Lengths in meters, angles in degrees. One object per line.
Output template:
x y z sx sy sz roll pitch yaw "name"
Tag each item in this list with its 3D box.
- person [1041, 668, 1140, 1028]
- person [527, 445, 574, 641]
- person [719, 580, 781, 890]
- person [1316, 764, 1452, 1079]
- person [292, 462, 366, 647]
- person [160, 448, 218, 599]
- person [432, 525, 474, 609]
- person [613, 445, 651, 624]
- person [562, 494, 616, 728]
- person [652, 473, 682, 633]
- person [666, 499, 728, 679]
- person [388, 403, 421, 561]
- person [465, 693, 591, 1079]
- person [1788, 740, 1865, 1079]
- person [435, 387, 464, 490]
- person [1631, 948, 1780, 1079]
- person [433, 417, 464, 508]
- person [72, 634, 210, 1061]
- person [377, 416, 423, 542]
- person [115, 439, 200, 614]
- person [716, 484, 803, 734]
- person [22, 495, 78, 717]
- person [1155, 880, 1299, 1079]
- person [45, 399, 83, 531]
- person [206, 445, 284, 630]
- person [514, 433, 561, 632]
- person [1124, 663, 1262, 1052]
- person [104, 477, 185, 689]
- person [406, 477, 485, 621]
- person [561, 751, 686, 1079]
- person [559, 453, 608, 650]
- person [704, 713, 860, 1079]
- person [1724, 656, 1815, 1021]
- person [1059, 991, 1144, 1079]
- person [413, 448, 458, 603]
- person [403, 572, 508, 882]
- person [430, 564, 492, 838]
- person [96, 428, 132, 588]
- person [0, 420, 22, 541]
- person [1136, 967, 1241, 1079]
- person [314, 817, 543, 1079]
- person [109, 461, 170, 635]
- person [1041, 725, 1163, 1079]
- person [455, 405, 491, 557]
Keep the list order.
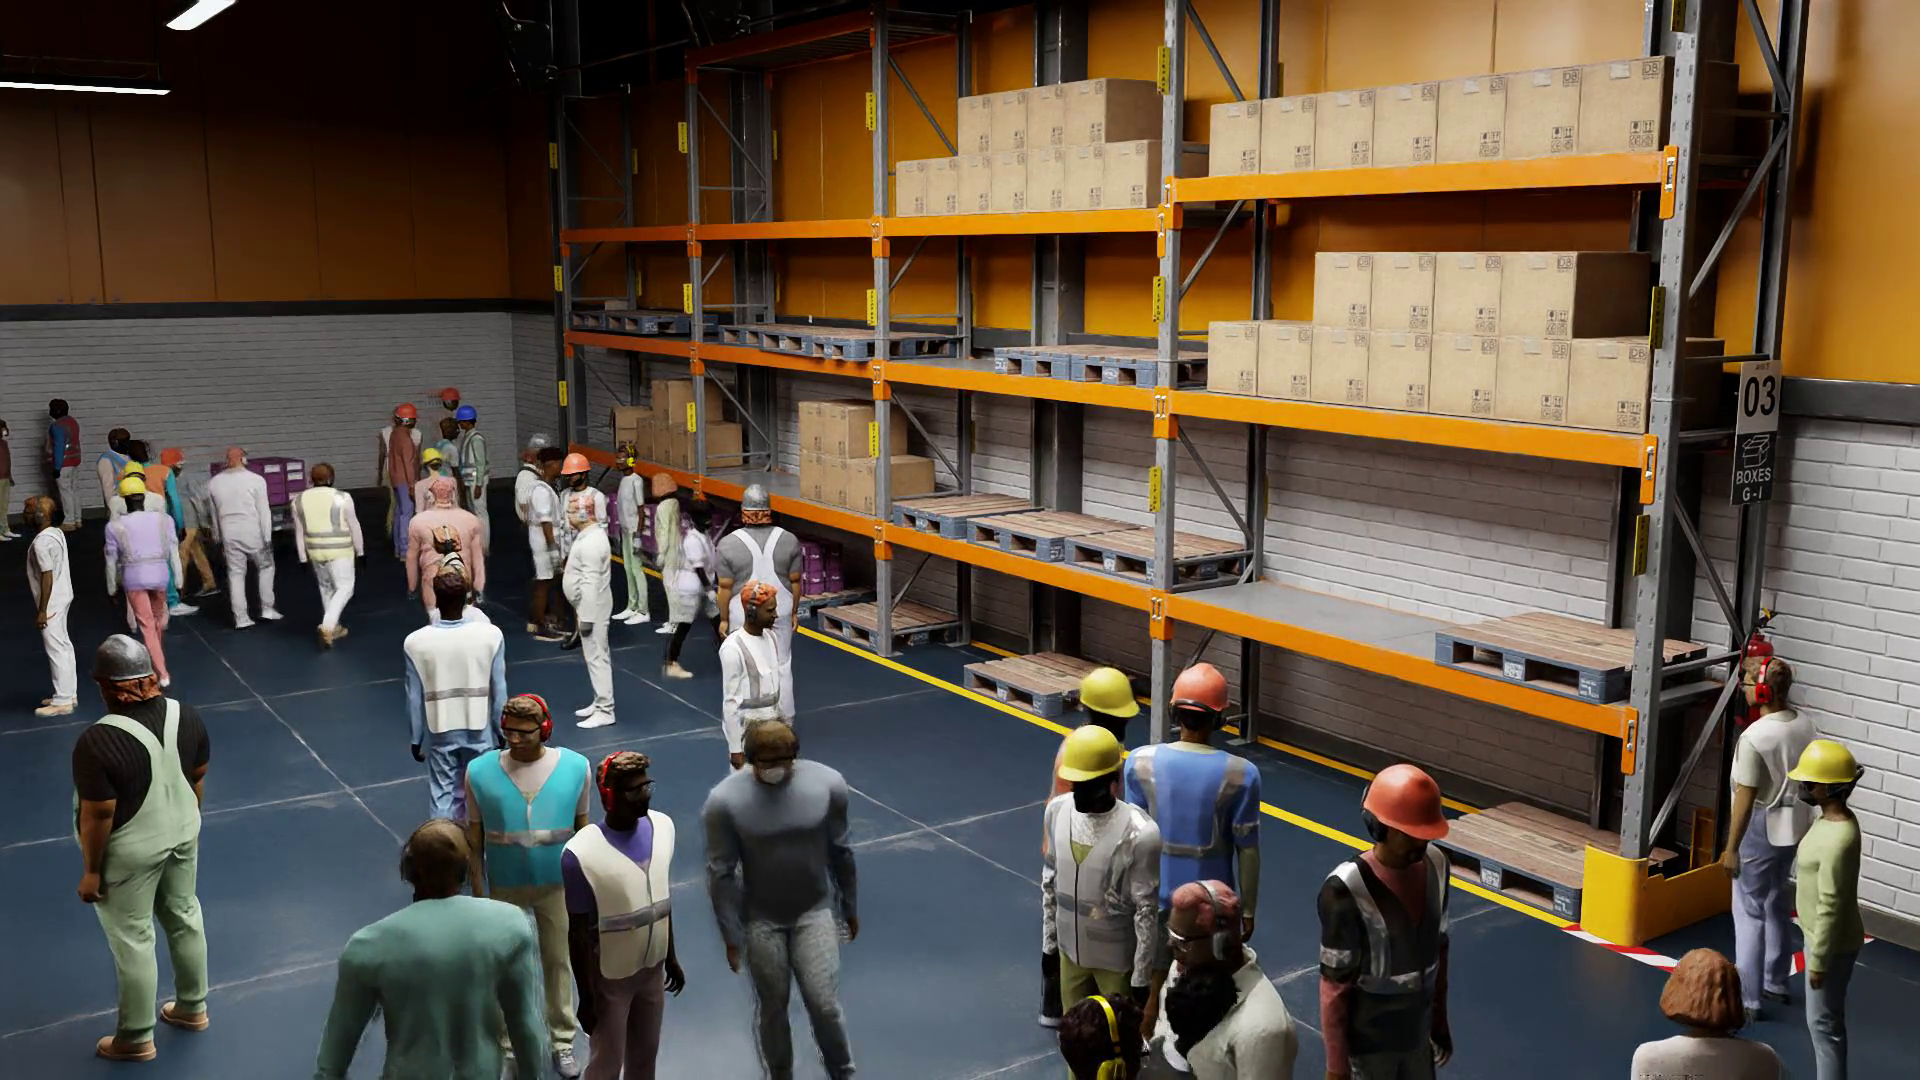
0.626 1.519 7.943 0.567 1.895 0.586 4 10 22 "person"
-4.004 0.043 16.441 0.524 1.946 0.683 0 10 2 "person"
-1.237 1.171 10.026 0.362 1.878 0.584 4 10 20 "person"
1.560 1.779 6.021 0.614 2.031 0.403 -7 12 -34 "person"
-6.179 0.141 16.257 0.637 1.816 0.770 1 10 8 "person"
-8.657 -0.170 18.401 0.583 1.693 0.852 7 12 36 "person"
-4.134 0.685 13.604 0.313 1.634 0.514 -3 10 -19 "person"
-3.414 -0.054 17.276 0.322 1.869 0.569 -6 11 -31 "person"
-3.026 0.564 13.542 0.398 1.898 0.659 -2 10 -12 "person"
-2.961 0.129 16.857 0.268 1.630 0.507 1 10 7 "person"
-2.261 0.455 14.921 0.866 1.643 0.527 2 10 11 "person"
-6.936 -0.725 20.862 0.419 1.983 0.622 -7 12 -34 "person"
-1.970 1.591 7.669 0.564 1.839 0.395 -3 10 -17 "person"
3.701 1.718 7.169 0.343 1.761 0.528 5 11 27 "person"
-7.192 -1.172 23.502 0.429 1.976 0.626 -1 10 -9 "person"
2.351 2.100 5.368 0.514 1.591 0.741 -1 10 -3 "person"
-6.282 -0.592 20.471 0.513 1.842 0.325 9 13 43 "person"
-3.950 1.445 7.938 0.536 2.000 0.676 4 10 22 "person"
-7.425 -0.857 22.113 0.618 1.813 0.473 -8 13 -39 "person"
-8.533 -0.133 17.701 0.769 1.873 0.394 -1 10 -8 "person"
-1.597 0.564 13.106 0.677 2.000 0.536 -3 10 -19 "person"
-7.570 0.540 13.824 0.344 1.846 0.507 -3 10 -16 "person"
0.779 1.980 5.230 0.398 1.899 0.654 -3 10 -18 "person"
-12.475 -1.046 23.145 0.429 1.843 0.632 -1 10 -8 "person"
-7.341 -0.041 17.123 0.660 1.879 0.716 0 10 2 "person"
-4.250 -0.092 16.957 0.535 2.000 0.681 -1 10 -4 "person"
1.020 1.549 7.360 0.610 2.039 0.400 3 10 17 "person"
-7.266 0.367 14.795 0.592 1.858 1.022 -9 13 -42 "person"
-4.516 0.384 14.689 0.634 1.869 0.942 -7 12 -37 "person"
-1.359 1.745 6.737 0.389 1.849 0.565 6 11 31 "person"
-3.638 0.126 15.979 0.549 1.936 0.377 5 11 29 "person"
-0.731 1.648 7.185 0.719 1.906 0.428 -2 10 -9 "person"
4.032 1.488 8.302 0.563 1.836 0.389 -7 12 -36 "person"
0.352 2.115 4.509 0.310 1.868 0.533 -6 11 -31 "person"
-5.723 -0.135 18.136 0.540 1.729 0.849 -8 13 -39 "person"
-3.038 1.147 10.085 0.591 1.908 0.406 -3 10 -18 "person"
-3.227 1.058 10.782 0.506 1.846 0.348 5 11 27 "person"
-9.632 -0.373 19.192 0.429 1.845 0.621 0 10 2 "person"
-12.893 -0.811 22.370 0.279 1.634 0.499 -1 10 -6 "person"
0.629 2.105 5.166 0.629 1.662 0.538 -1 10 -7 "person"
-1.849 1.900 5.759 0.753 1.873 1.031 -6 12 -33 "person"
-8.286 0.075 16.816 0.523 1.759 0.350 -5 11 -28 "person"
0.559 1.689 6.866 0.586 1.920 0.398 9 13 43 "person"
-6.157 -0.739 21.042 0.402 1.943 0.605 -5 11 -28 "person"
